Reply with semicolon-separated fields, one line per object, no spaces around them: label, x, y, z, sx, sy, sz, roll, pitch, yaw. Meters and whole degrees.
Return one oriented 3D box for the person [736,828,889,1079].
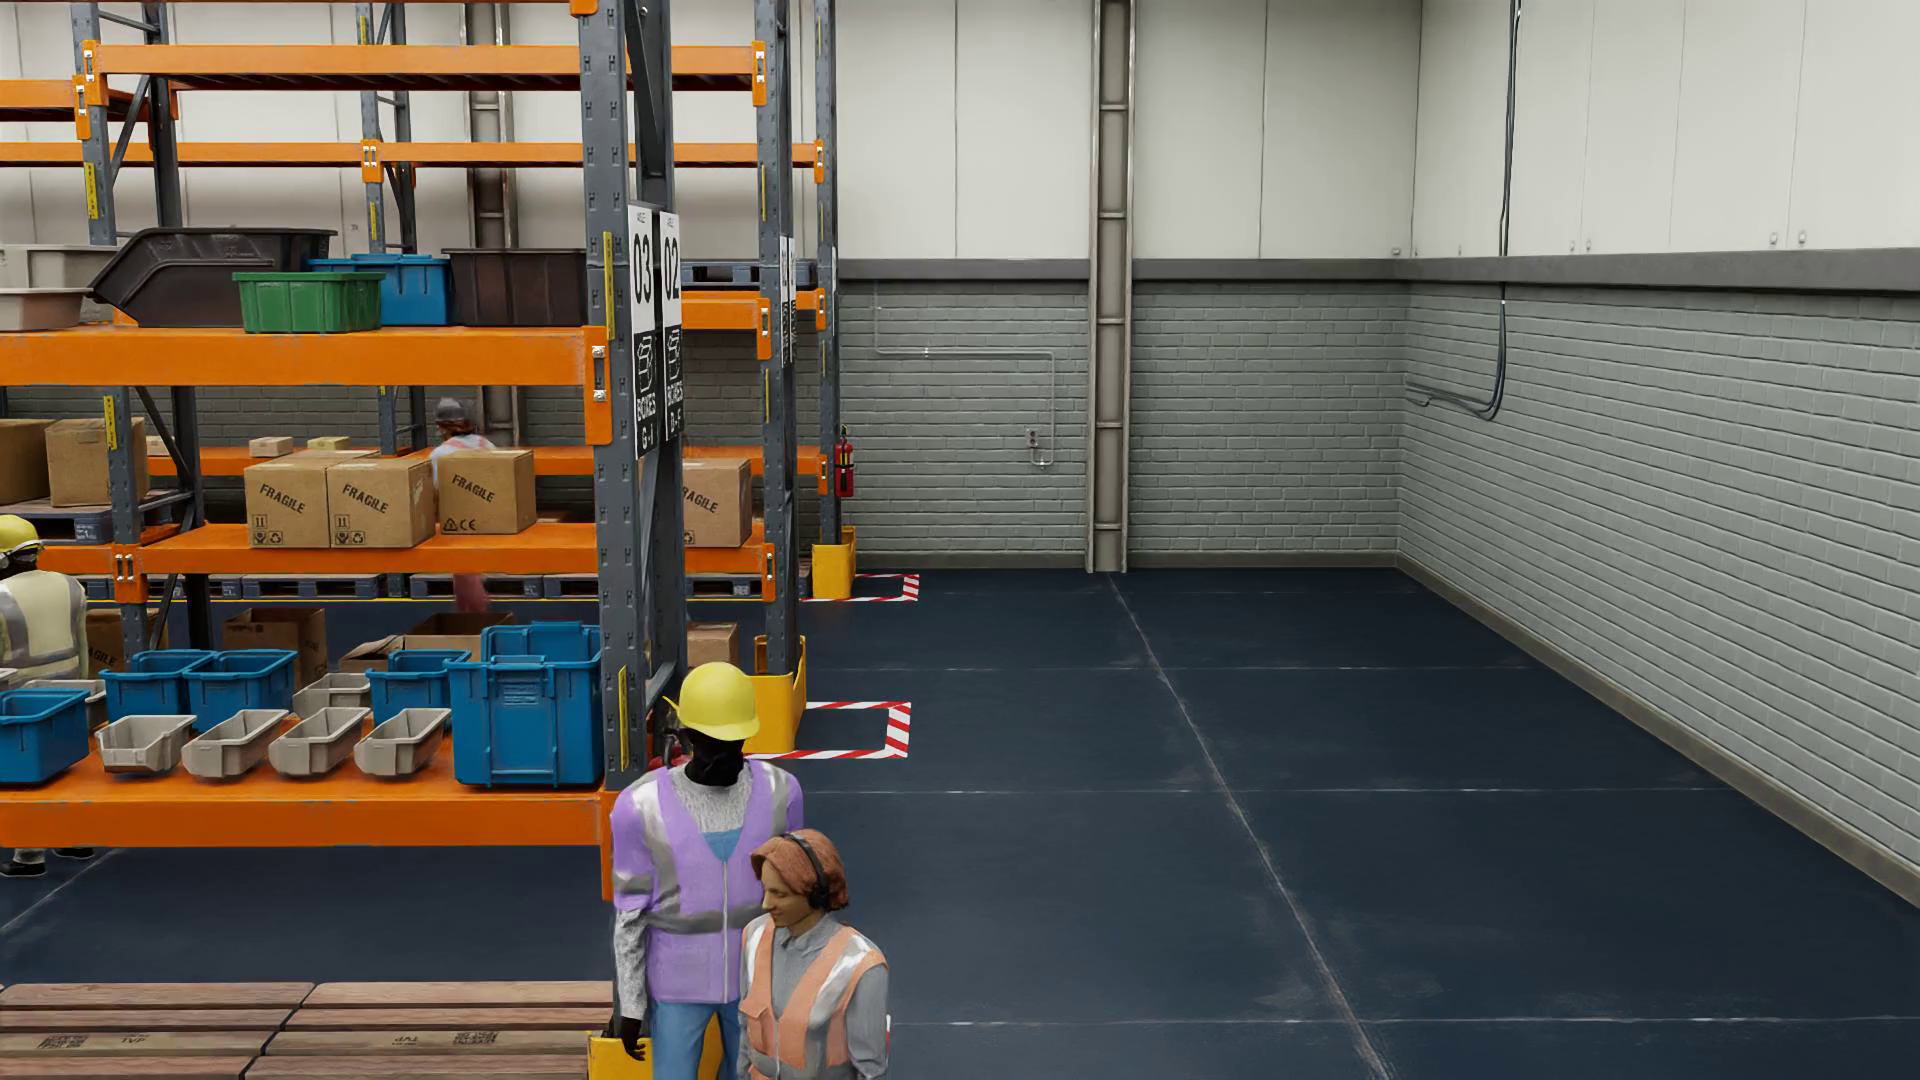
person;-0.378;1.530;4.299;0.524;1.631;0.316;8;12;40

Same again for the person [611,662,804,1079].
person;-0.717;1.288;4.918;0.595;1.917;0.399;-4;10;-24

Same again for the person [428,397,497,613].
person;-4.115;-0.167;13.446;0.848;2.000;0.707;5;10;26

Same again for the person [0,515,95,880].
person;-4.641;0.779;8.323;0.403;1.824;0.597;4;10;23
